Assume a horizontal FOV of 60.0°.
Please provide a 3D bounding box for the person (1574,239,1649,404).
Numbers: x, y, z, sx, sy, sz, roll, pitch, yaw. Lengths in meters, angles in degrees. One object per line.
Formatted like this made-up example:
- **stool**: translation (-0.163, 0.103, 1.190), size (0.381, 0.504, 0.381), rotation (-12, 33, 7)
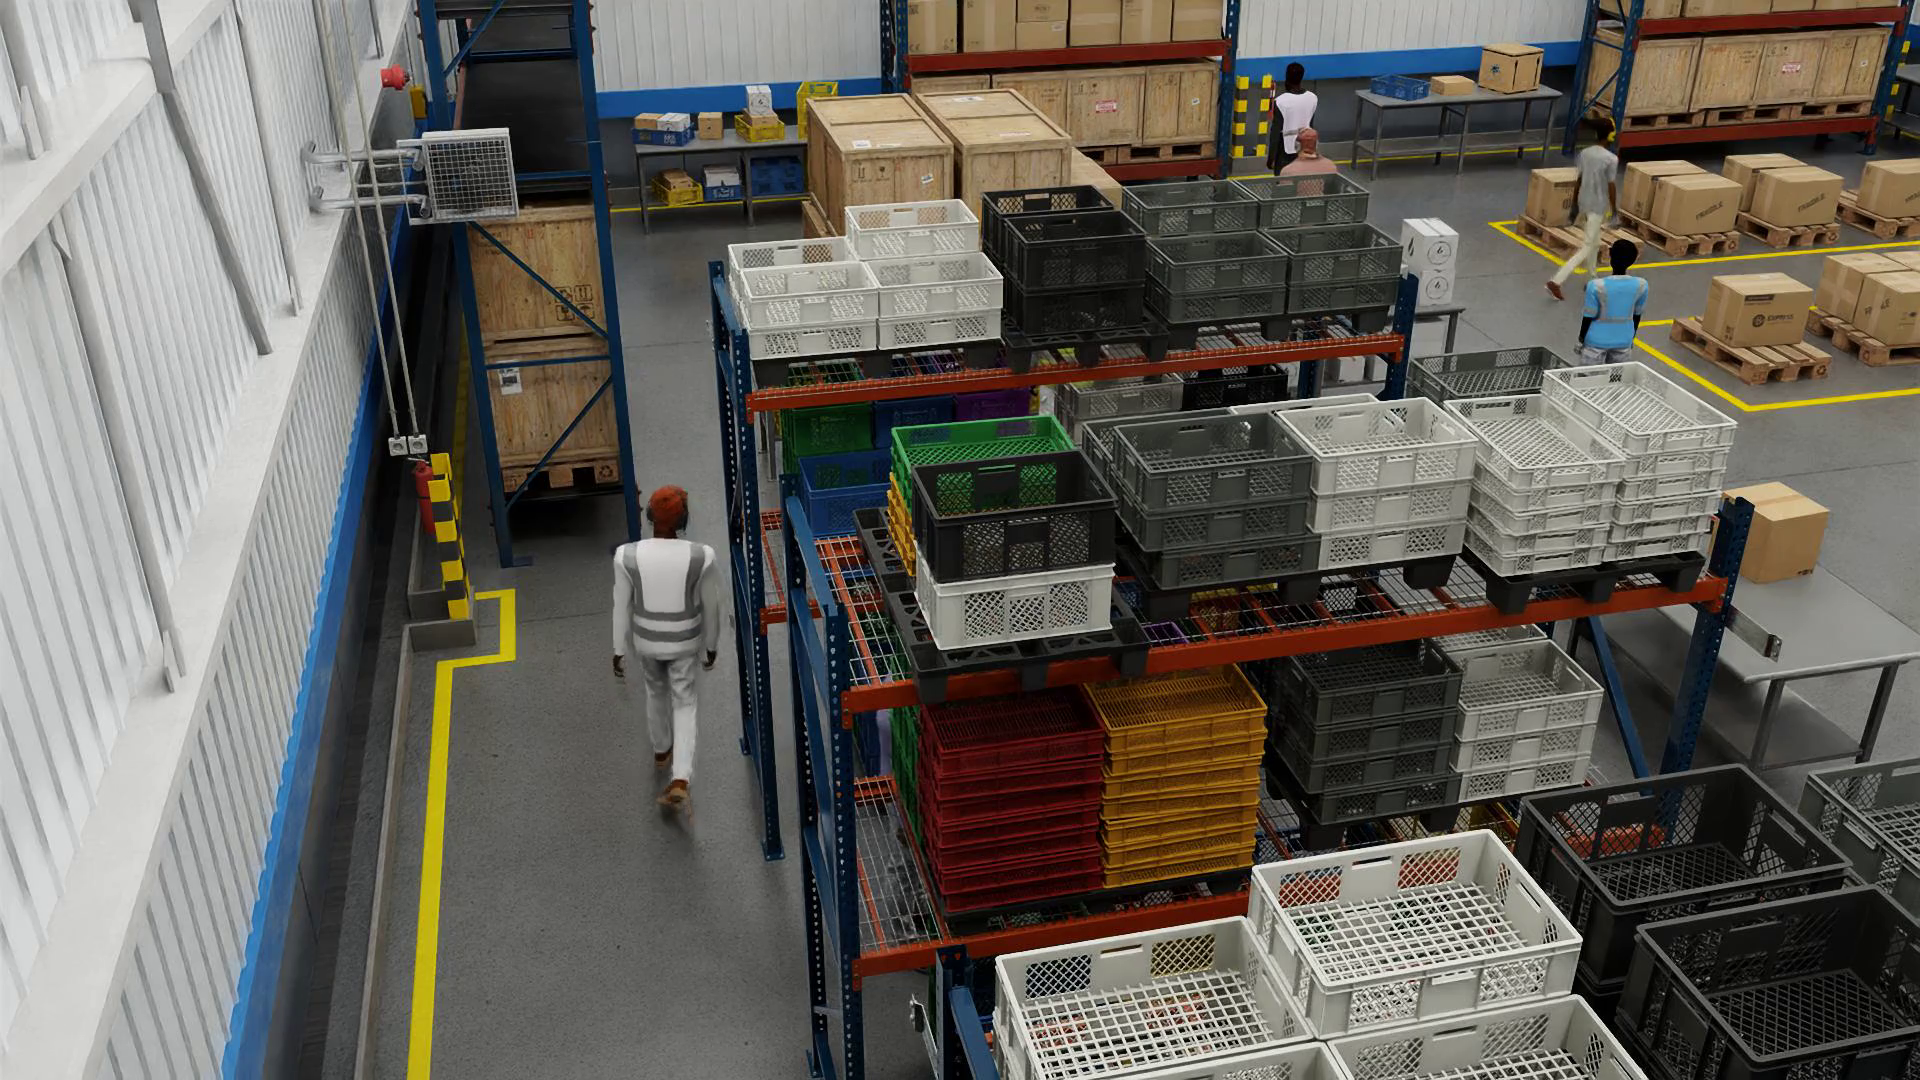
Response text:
- **person**: translation (5.281, -1.627, 13.584), size (0.534, 1.697, 0.318), rotation (-3, 28, -6)

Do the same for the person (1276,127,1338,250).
- **person**: translation (3.260, -3.007, 15.984), size (0.648, 1.904, 0.401), rotation (-13, 30, -23)

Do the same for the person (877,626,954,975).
- **person**: translation (-0.196, 1.189, 7.986), size (0.363, 1.939, 0.636), rotation (6, 28, 11)

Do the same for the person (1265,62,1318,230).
- **person**: translation (3.679, -4.321, 18.476), size (0.585, 1.910, 0.387), rotation (-17, 32, -29)

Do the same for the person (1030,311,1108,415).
- **person**: translation (0.815, -1.216, 12.654), size (0.621, 1.841, 0.429), rotation (5, 28, 9)

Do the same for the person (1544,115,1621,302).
- **person**: translation (6.310, -3.304, 16.619), size (0.874, 1.838, 0.534), rotation (-6, 28, -12)

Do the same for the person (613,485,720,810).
- **person**: translation (-1.630, 0.598, 9.209), size (0.614, 1.854, 0.839), rotation (-1, 28, -1)
